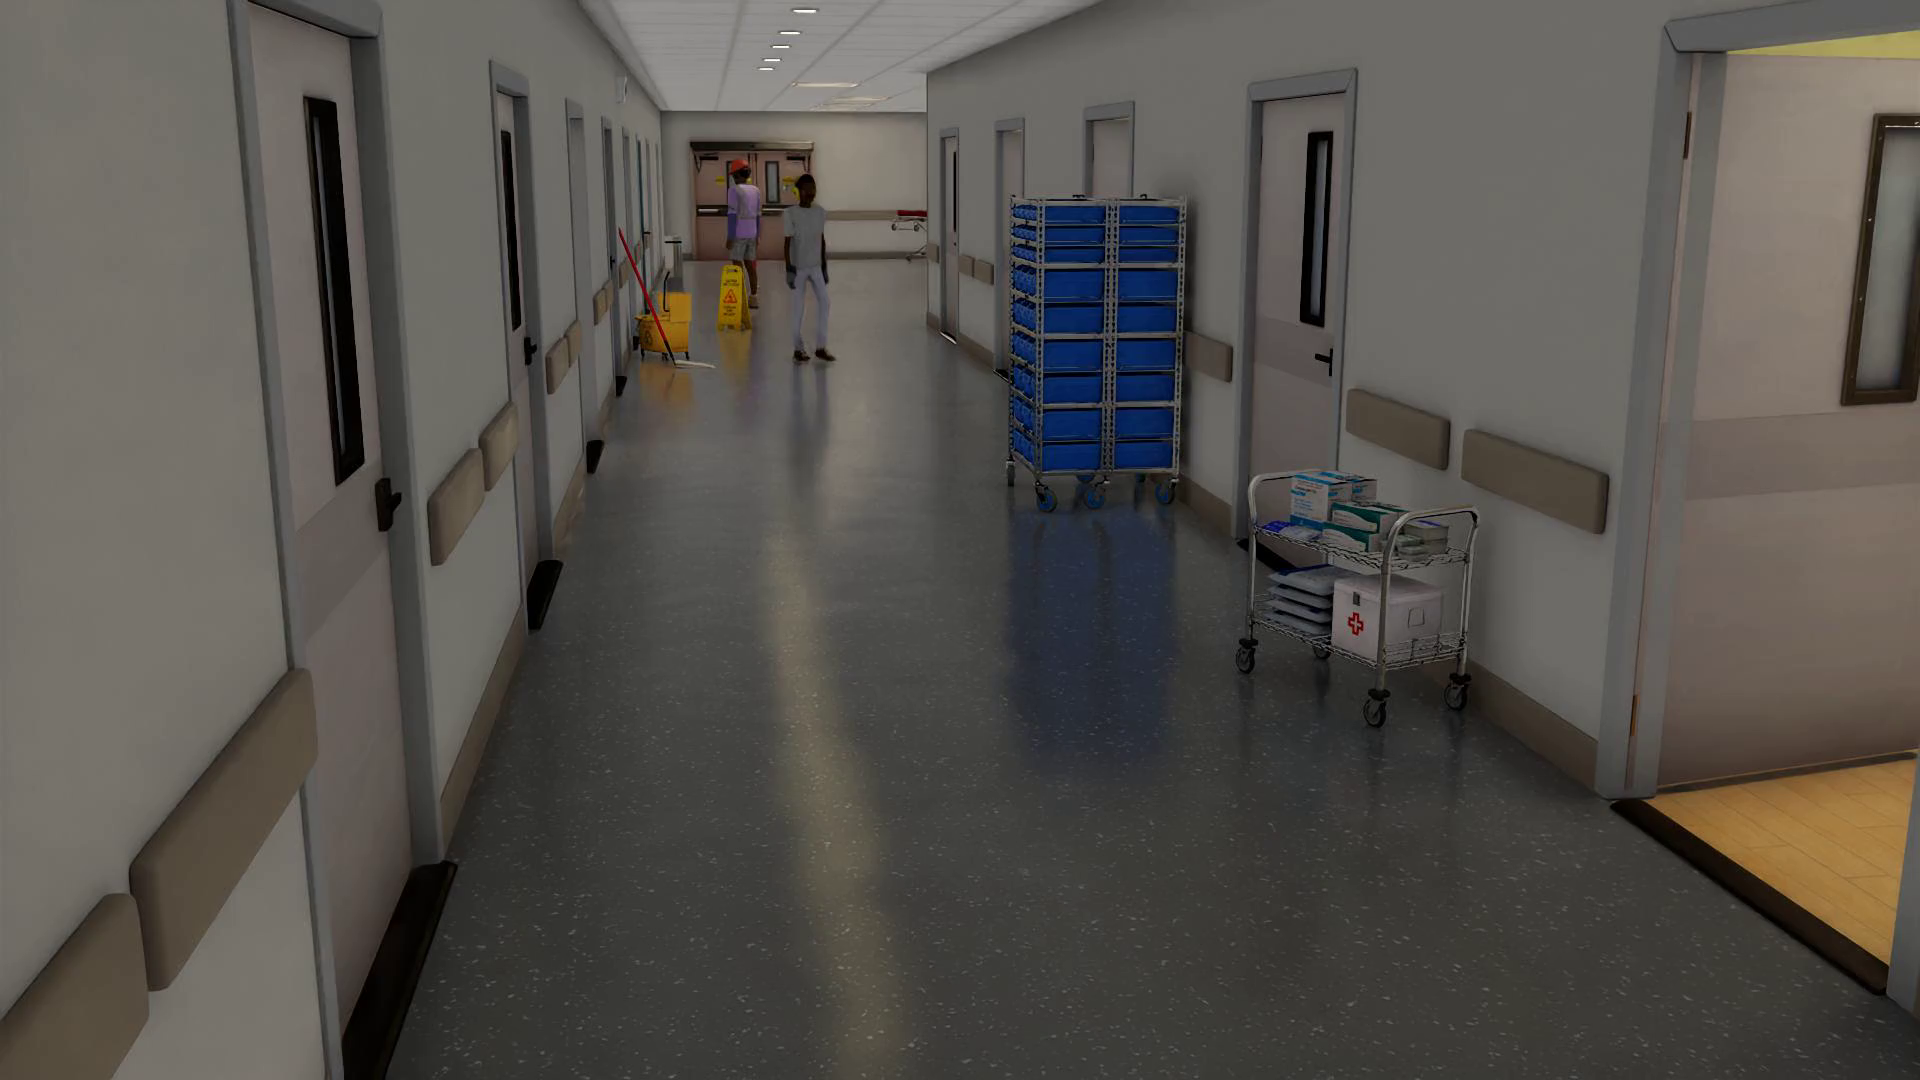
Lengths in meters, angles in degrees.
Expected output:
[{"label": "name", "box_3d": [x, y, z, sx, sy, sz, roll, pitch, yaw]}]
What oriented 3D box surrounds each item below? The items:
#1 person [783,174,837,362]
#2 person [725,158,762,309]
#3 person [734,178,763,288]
[{"label": "person", "box_3d": [-1.476, -2.670, 16.433, 0.566, 1.843, 0.701, -9, 15, -34]}, {"label": "person", "box_3d": [-2.961, -4.147, 22.598, 0.410, 2.029, 0.619, 8, 15, 32]}, {"label": "person", "box_3d": [-3.389, -4.868, 26.395, 0.523, 1.763, 0.329, -3, 13, -13]}]
